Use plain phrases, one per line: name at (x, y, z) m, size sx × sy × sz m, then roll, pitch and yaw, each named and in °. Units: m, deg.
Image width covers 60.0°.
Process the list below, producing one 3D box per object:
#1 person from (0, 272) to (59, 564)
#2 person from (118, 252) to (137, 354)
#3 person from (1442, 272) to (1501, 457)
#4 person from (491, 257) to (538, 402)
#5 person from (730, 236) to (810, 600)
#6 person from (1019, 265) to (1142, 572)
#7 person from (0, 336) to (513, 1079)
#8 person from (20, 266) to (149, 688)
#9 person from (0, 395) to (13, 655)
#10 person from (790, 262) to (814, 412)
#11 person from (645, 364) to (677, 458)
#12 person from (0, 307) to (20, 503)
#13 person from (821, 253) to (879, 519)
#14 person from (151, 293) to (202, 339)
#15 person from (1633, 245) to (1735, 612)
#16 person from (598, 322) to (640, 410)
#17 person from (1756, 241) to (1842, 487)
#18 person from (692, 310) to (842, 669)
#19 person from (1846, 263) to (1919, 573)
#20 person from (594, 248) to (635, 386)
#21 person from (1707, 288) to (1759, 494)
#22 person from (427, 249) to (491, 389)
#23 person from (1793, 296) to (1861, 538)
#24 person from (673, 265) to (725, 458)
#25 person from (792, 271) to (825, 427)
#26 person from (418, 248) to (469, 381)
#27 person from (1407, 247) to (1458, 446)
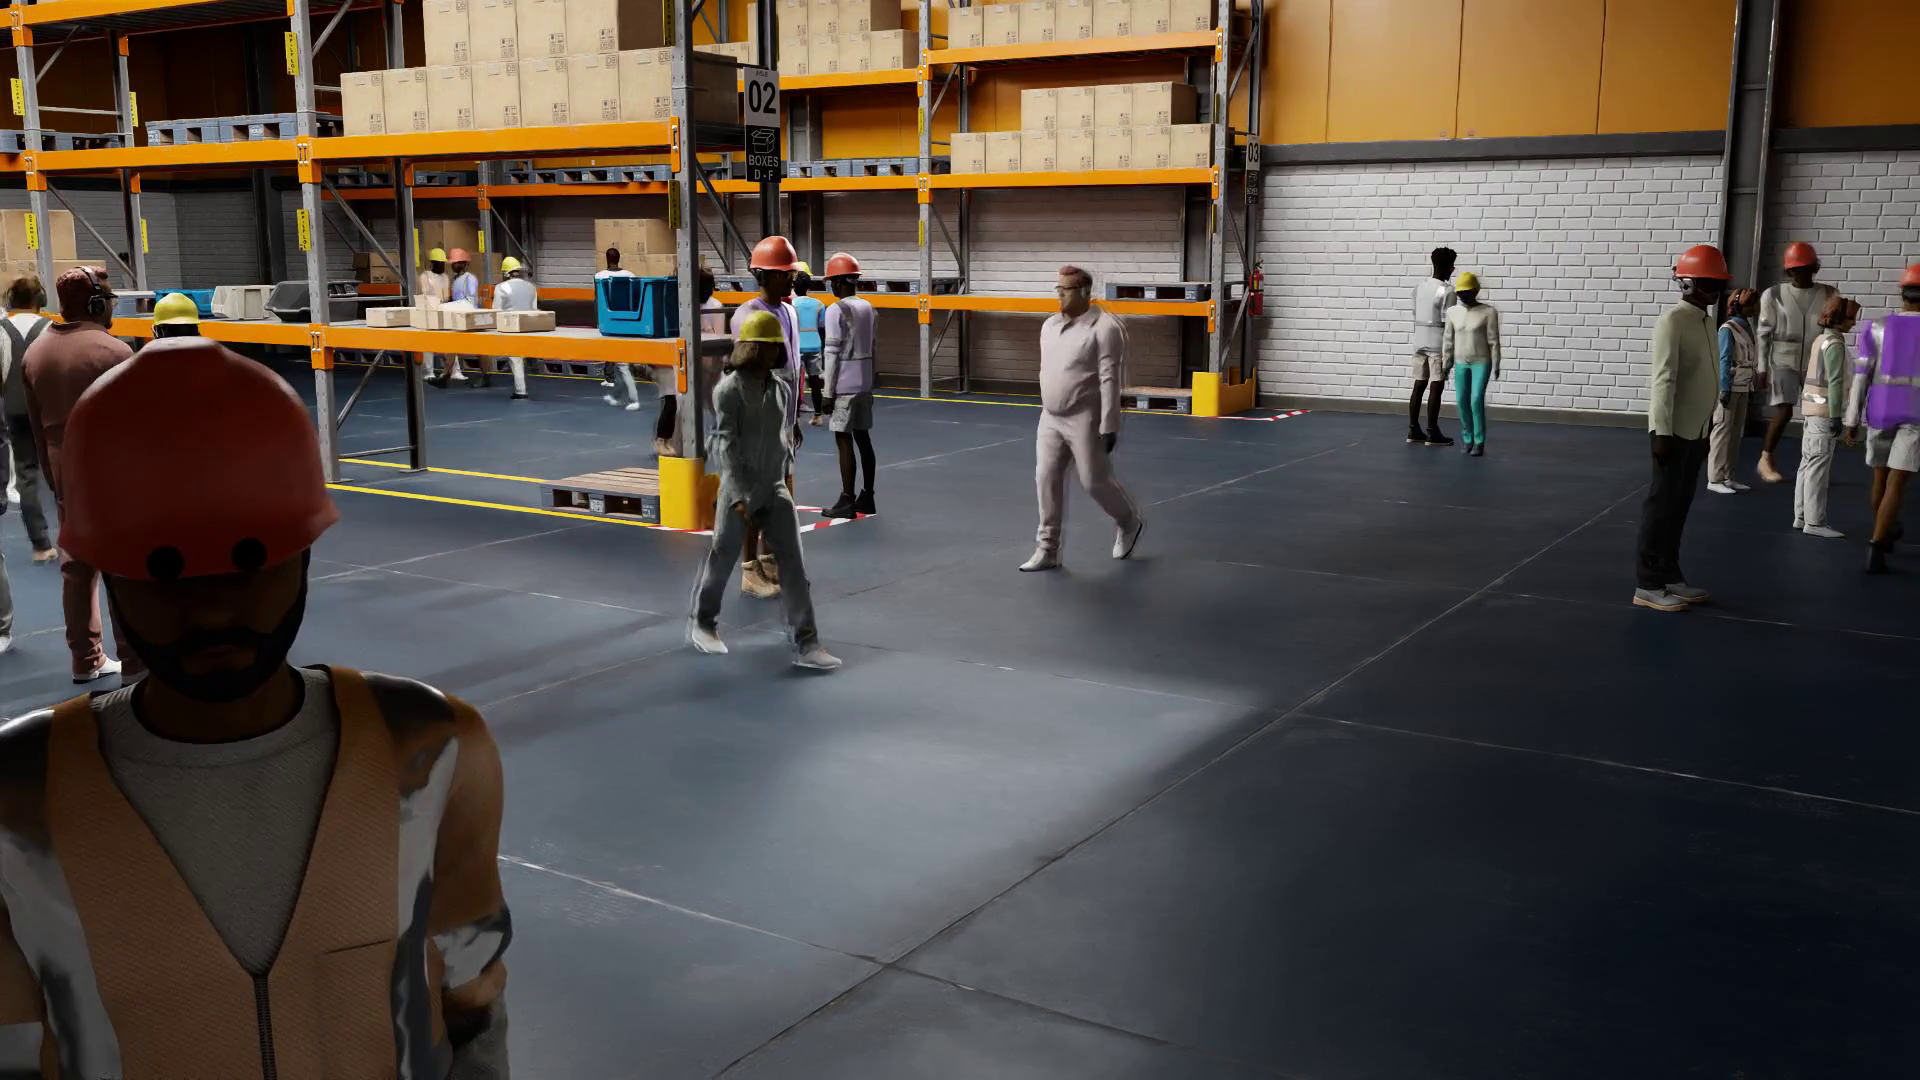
person at (-5.847, -0.780, 10.576) m, size 0.503 × 1.818 × 0.748 m, roll -3°, pitch 11°, yaw -18°
person at (-13.055, -3.666, 26.529) m, size 0.716 × 1.832 × 0.544 m, roll 0°, pitch 10°, yaw 2°
person at (4.810, -1.652, 15.695) m, size 0.550 × 1.735 × 0.518 m, roll 10°, pitch 14°, yaw 43°
person at (-5.652, -2.648, 20.951) m, size 0.641 × 1.810 × 0.605 m, roll 7°, pitch 13°, yaw 35°
person at (-1.046, -0.691, 9.454) m, size 0.393 × 2.041 × 0.614 m, roll 4°, pitch 11°, yaw 19°
person at (0.761, -0.758, 10.293) m, size 0.857 × 1.881 × 0.651 m, roll -9°, pitch 14°, yaw -42°
person at (-0.685, 0.770, 1.651) m, size 0.549 × 1.936 × 0.377 m, roll -7°, pitch 12°, yaw -32°
person at (-3.872, -0.276, 7.531) m, size 0.643 × 1.909 × 0.410 m, roll 4°, pitch 11°, yaw 21°
person at (-4.864, -0.236, 8.067) m, size 0.507 × 1.630 × 0.268 m, roll 0°, pitch 10°, yaw 2°
person at (-1.875, -2.387, 19.618) m, size 0.313 × 1.769 × 0.525 m, roll -4°, pitch 11°, yaw -20°
person at (-2.639, -1.587, 15.449) m, size 0.432 × 1.657 × 0.582 m, roll 8°, pitch 13°, yaw 38°
person at (-7.609, -1.207, 12.888) m, size 0.805 × 1.842 × 0.515 m, roll 6°, pitch 12°, yaw 31°
person at (-0.831, -1.125, 12.181) m, size 0.381 × 1.929 × 0.539 m, roll 6°, pitch 12°, yaw 30°
person at (-3.763, -0.311, 8.108) m, size 0.525 × 1.772 × 0.309 m, roll -9°, pitch 14°, yaw -41°
person at (3.993, -0.614, 9.158) m, size 0.396 × 1.992 × 0.622 m, roll 10°, pitch 14°, yaw 43°
person at (-4.090, -2.361, 19.972) m, size 0.872 × 1.583 × 0.499 m, roll 10°, pitch 14°, yaw 44°
person at (6.928, -1.446, 13.726) m, size 0.659 × 2.014 × 0.487 m, roll 2°, pitch 11°, yaw 13°
person at (-0.982, -0.245, 7.940) m, size 0.488 × 1.699 × 0.906 m, roll -10°, pitch 14°, yaw -44°
person at (5.867, -0.767, 10.315) m, size 0.546 × 1.875 × 1.016 m, roll 10°, pitch 14°, yaw 44°
person at (-4.769, -3.083, 23.077) m, size 0.591 × 1.911 × 0.376 m, roll -5°, pitch 12°, yaw -28°
person at (6.219, -1.194, 13.358) m, size 0.521 × 1.640 × 0.306 m, roll -10°, pitch 14°, yaw -44°
person at (-6.805, -2.977, 22.523) m, size 0.554 × 1.891 × 0.969 m, roll 8°, pitch 13°, yaw 37°
person at (5.944, -0.844, 11.421) m, size 0.314 × 1.640 × 0.515 m, roll 3°, pitch 11°, yaw 16°
person at (-2.071, -1.356, 13.775) m, size 0.869 × 1.806 × 0.661 m, roll 7°, pitch 13°, yaw 35°
person at (-1.696, -2.051, 17.955) m, size 0.547 × 1.693 × 0.318 m, roll -7°, pitch 12°, yaw -34°
person at (-7.409, -3.202, 23.778) m, size 0.816 × 1.895 × 0.597 m, roll 6°, pitch 12°, yaw 30°
person at (4.701, -1.911, 16.455) m, size 0.374 × 1.958 × 0.599 m, roll -5°, pitch 11°, yaw -24°
